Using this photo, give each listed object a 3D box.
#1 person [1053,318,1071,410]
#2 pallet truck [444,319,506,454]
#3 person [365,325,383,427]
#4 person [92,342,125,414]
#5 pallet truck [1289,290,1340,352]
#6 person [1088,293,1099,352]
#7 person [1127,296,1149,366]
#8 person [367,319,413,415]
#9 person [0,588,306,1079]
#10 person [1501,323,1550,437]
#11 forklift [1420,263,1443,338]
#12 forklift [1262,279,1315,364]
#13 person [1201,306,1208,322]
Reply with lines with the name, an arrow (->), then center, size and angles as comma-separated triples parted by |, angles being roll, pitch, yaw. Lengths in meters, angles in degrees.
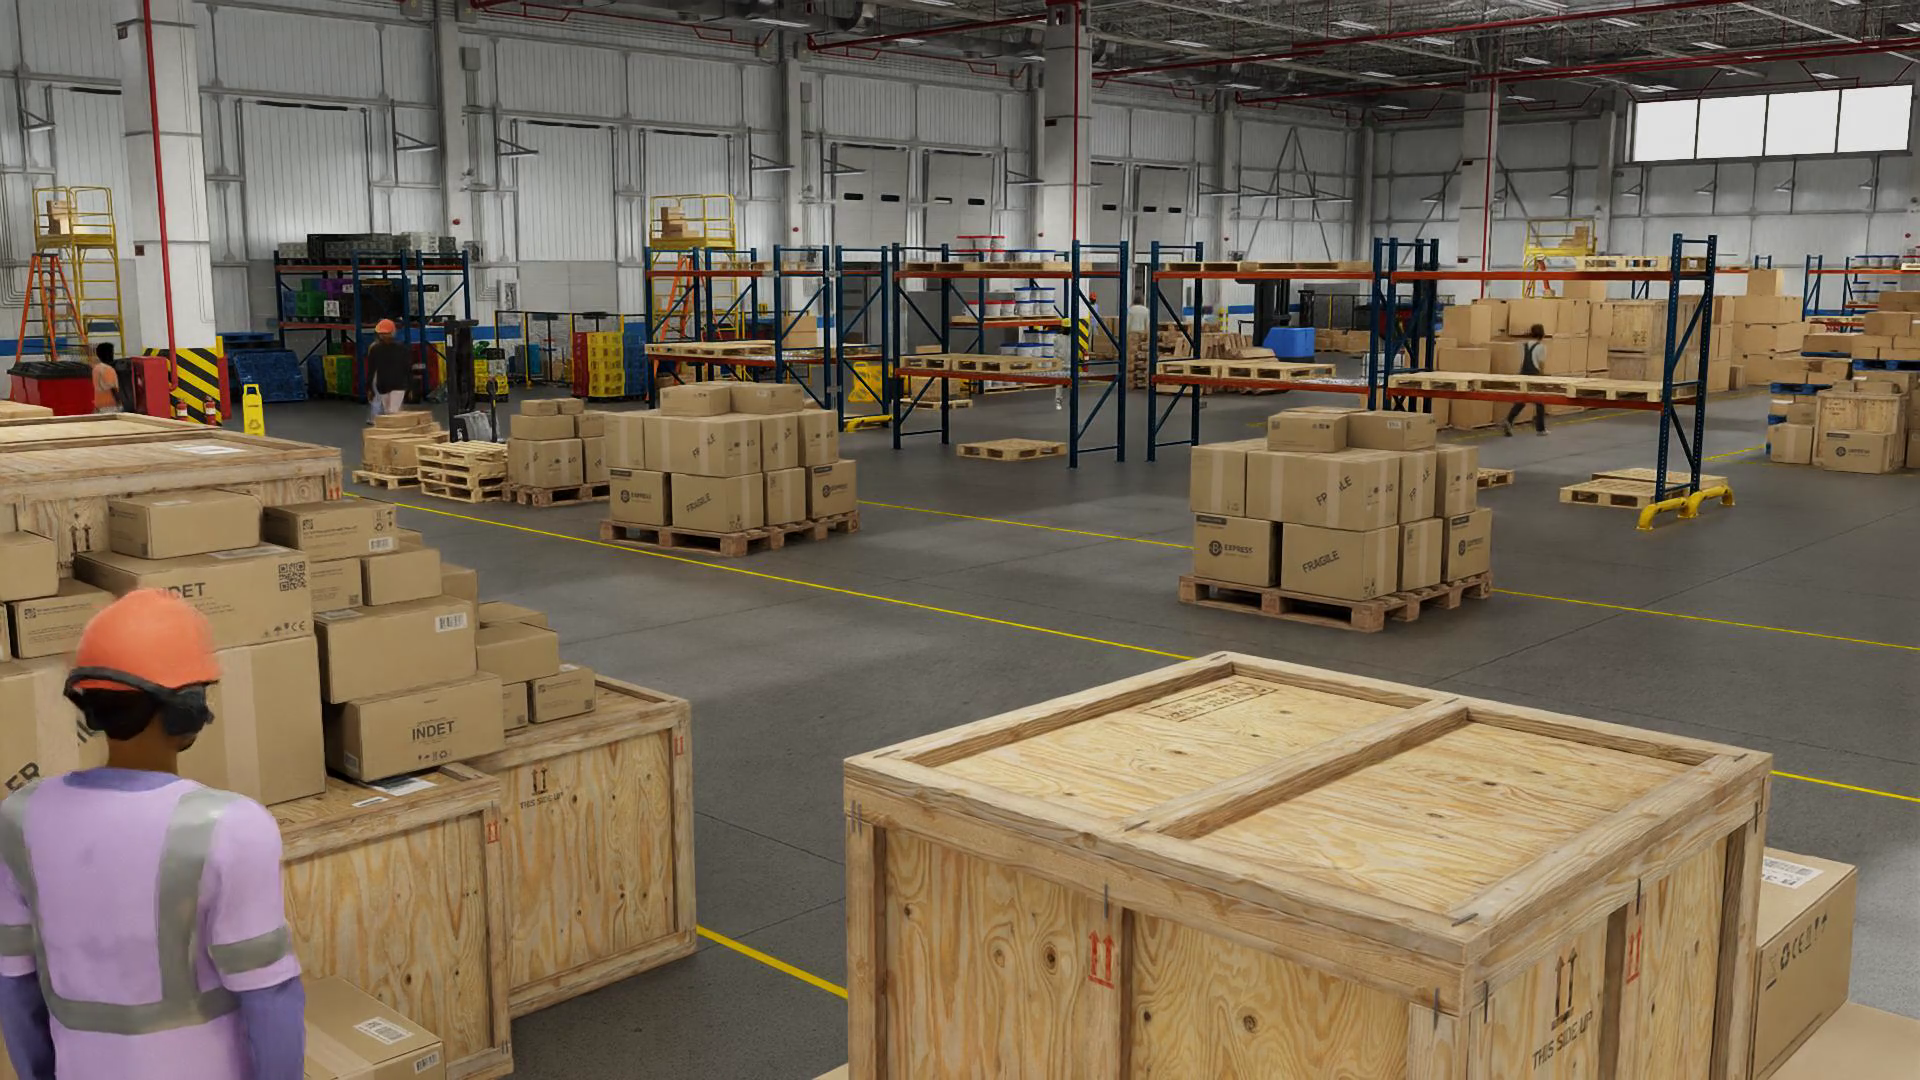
person -> 1.998, -3.311, 31.348 | 0.484, 1.737, 0.322 | 0, 9, 2
pallet truck -> -6.981, -1.942, 22.150 | 1.885, 1.965, 0.823 | 1, 9, 9
person -> -9.773, -2.746, 27.859 | 0.502, 1.743, 0.655 | -3, 10, -17
person -> -11.437, -1.818, 22.351 | 0.360, 1.681, 0.539 | -8, 12, -41
pallet truck -> 11.297, -6.951, 52.861 | 1.885, 1.965, 0.823 | -5, 11, -29
person -> 4.092, -6.676, 51.405 | 0.545, 1.927, 0.392 | -6, 11, -31
person -> 4.835, -5.700, 45.377 | 0.635, 1.936, 0.351 | -3, 10, -17
person -> -8.139, -2.189, 23.806 | 0.631, 1.959, 0.968 | 1, 9, 4
person -> -1.585, 1.115, 3.353 | 0.646, 2.038, 0.431 | 2, 9, 10
person -> 9.007, -2.525, 26.319 | 0.891, 1.816, 0.514 | -5, 11, -29
forklift -> 13.125, -6.420, 46.906 | 1.873, 2.768, 1.129 | 3, 10, 17
forklift -> 8.555, -6.090, 44.881 | 1.873, 2.768, 1.129 | 9, 13, 43
person -> 6.780, -5.798, 47.017 | 0.860, 1.592, 0.551 | -3, 10, -19
